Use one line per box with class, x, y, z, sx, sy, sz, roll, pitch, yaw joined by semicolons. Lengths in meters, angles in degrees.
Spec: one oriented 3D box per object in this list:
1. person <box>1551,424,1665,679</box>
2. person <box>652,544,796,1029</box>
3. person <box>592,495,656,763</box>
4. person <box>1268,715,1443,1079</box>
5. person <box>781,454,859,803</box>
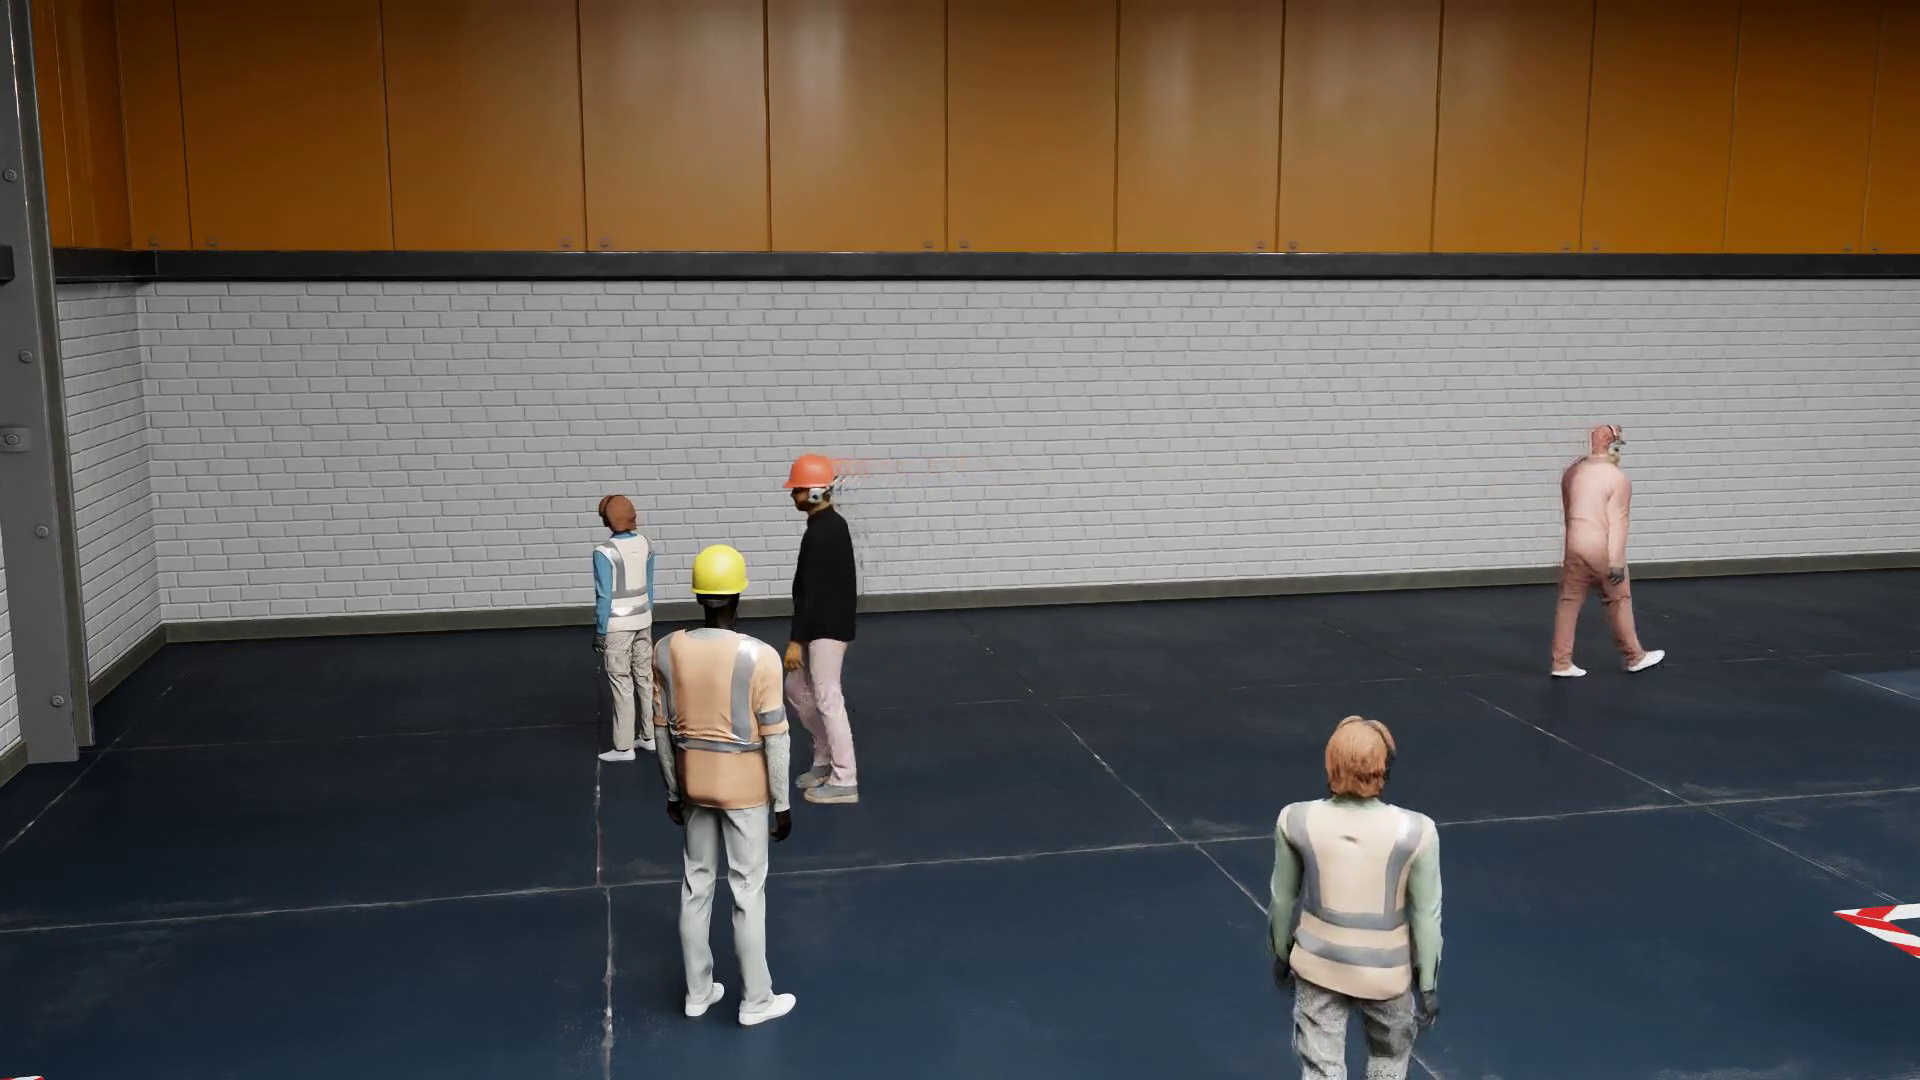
person;4.746;0.087;12.158;0.932;1.863;0.674;-4;10;-23
person;-0.930;0.974;6.578;0.587;1.930;0.355;4;10;21
person;-2.042;0.537;10.132;0.309;1.636;0.522;5;10;27
person;1.242;1.343;5.237;0.547;1.617;0.525;4;10;21
person;-0.802;0.505;9.314;0.545;1.975;0.623;0;9;1
